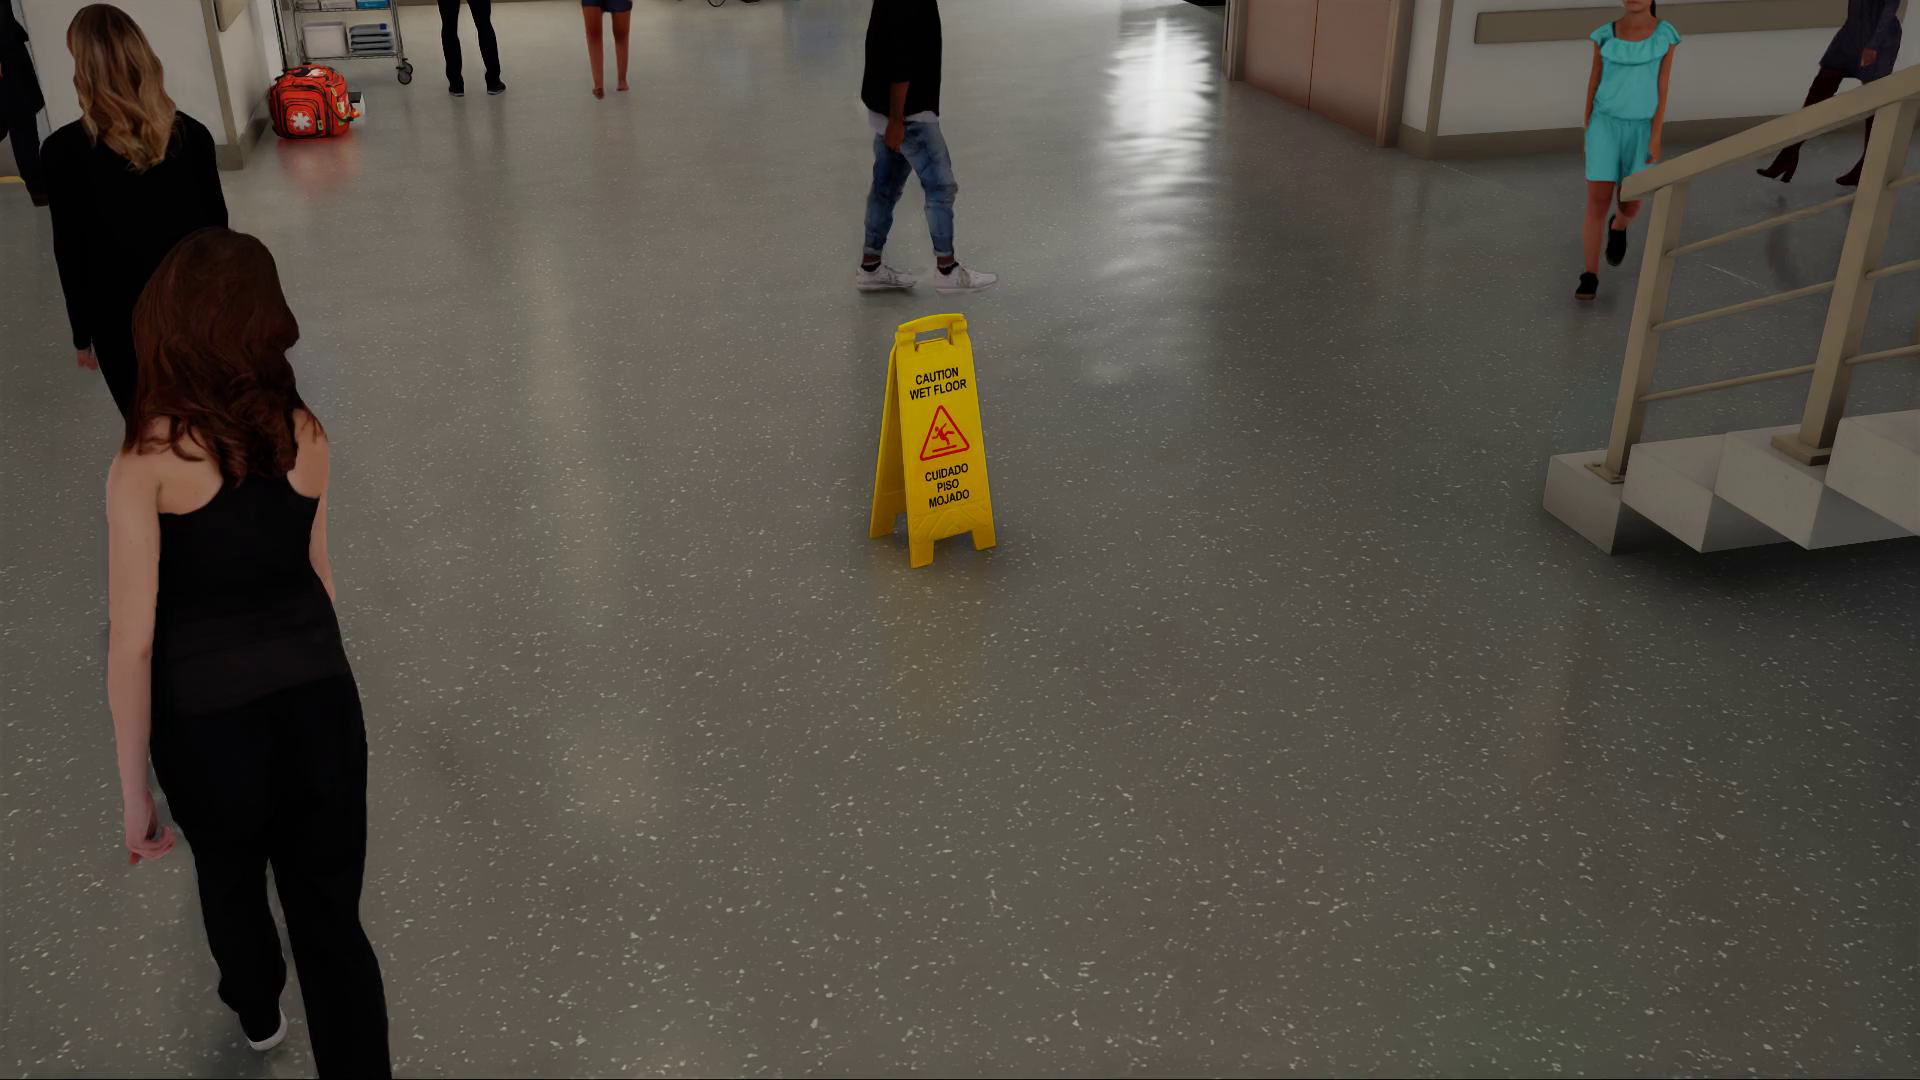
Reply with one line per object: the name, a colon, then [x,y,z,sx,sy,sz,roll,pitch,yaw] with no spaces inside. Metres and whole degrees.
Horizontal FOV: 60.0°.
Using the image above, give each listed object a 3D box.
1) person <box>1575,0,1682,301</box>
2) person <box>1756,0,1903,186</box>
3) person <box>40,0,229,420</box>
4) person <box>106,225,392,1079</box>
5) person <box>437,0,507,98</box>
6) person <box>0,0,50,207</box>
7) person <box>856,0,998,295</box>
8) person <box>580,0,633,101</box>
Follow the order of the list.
person: [3.116,-1.917,7.795,0.893,1.537,1.004,11,28,22]
person: [5.279,-2.835,9.533,0.724,1.680,0.923,-3,26,-7]
person: [-2.213,-0.547,4.685,1.225,1.770,1.019,22,33,38]
person: [-1.186,0.375,2.858,1.067,1.696,0.912,19,32,34]
person: [-3.682,-4.225,12.227,0.655,1.844,0.527,-6,26,-13]
person: [-5.402,-2.753,9.161,0.708,1.855,0.828,-7,27,-14]
person: [-0.352,-2.005,7.687,0.852,1.789,0.890,-3,26,-5]
person: [-2.581,-4.040,12.144,0.622,1.582,0.985,-4,26,-9]
